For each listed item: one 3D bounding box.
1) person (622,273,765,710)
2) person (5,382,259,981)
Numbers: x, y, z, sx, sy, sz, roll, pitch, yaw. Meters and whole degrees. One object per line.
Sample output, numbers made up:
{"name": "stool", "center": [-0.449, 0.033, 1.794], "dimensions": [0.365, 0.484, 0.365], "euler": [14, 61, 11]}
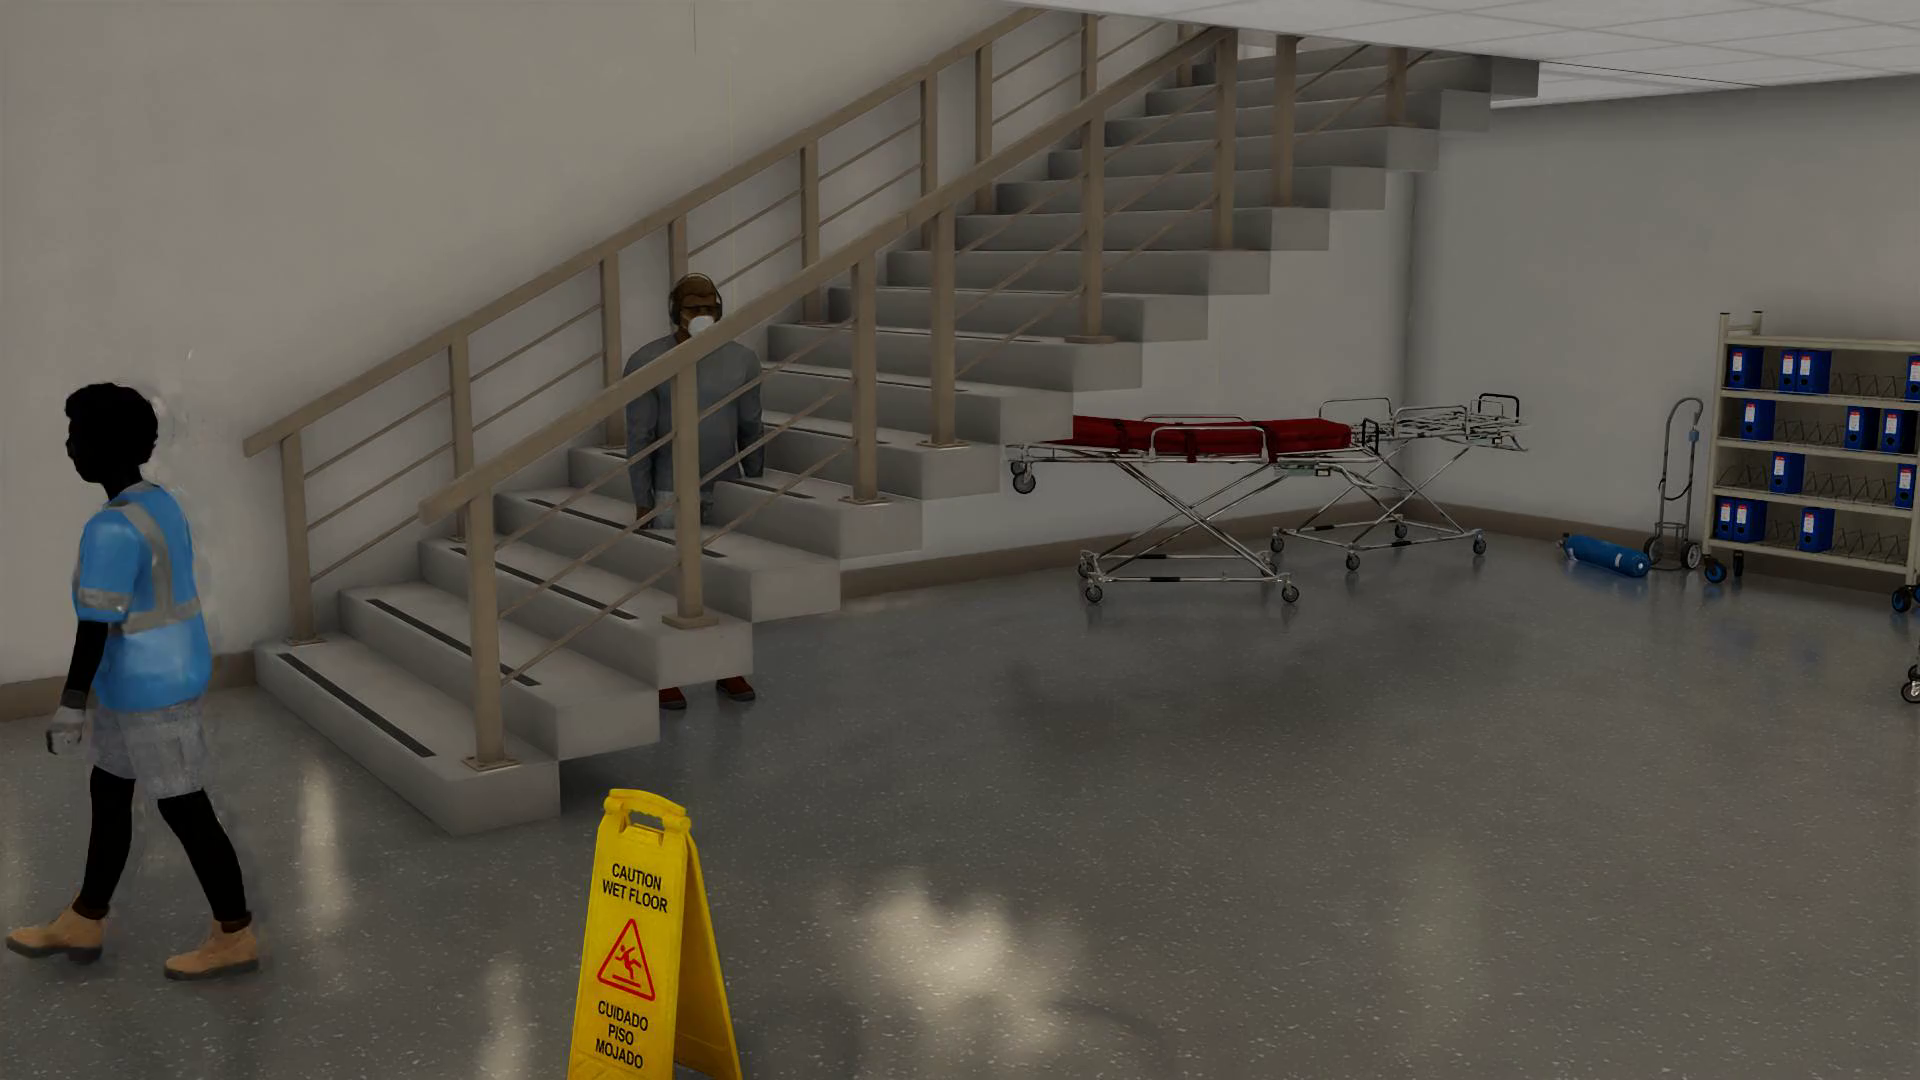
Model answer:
{"name": "person", "center": [-1.168, -0.212, 7.401], "dimensions": [0.625, 1.931, 0.379], "euler": [-5, 11, -26]}
{"name": "person", "center": [-2.345, 0.416, 4.534], "dimensions": [0.784, 1.666, 0.538], "euler": [-3, 10, -15]}
